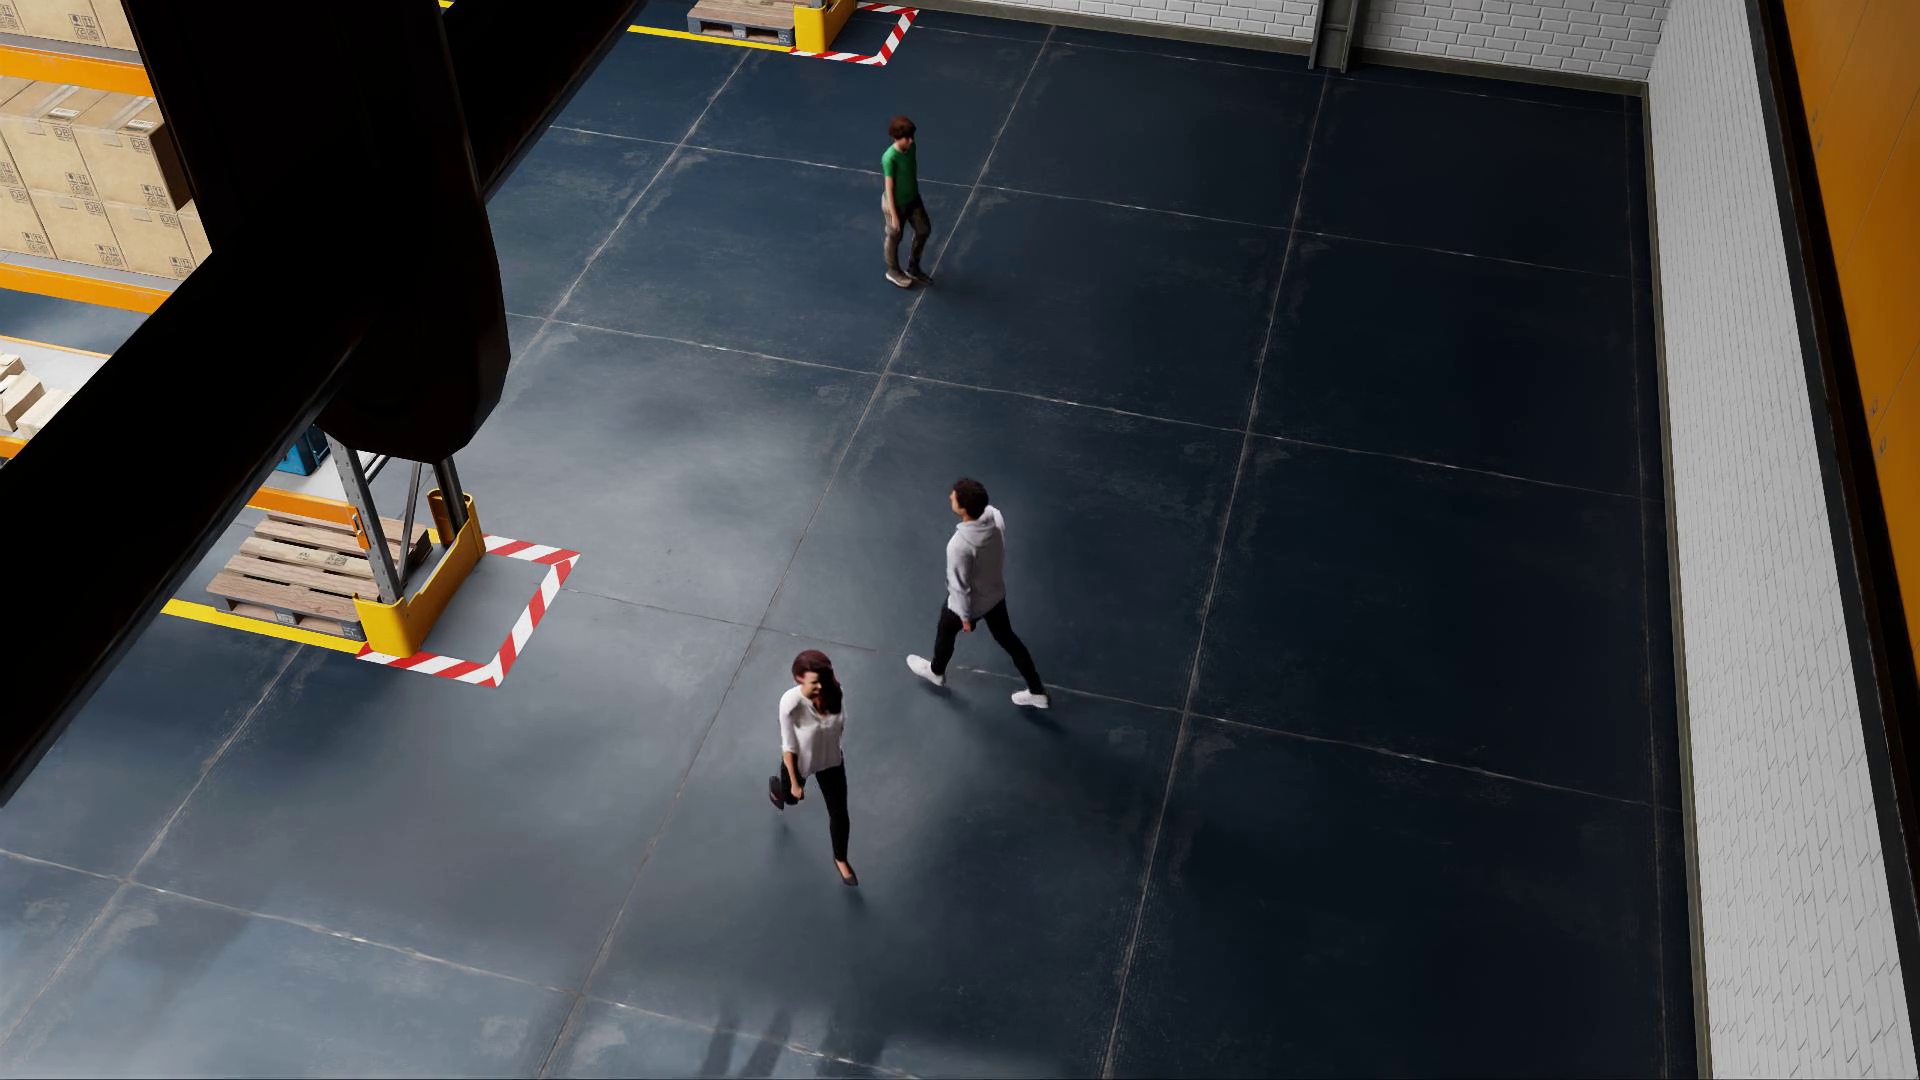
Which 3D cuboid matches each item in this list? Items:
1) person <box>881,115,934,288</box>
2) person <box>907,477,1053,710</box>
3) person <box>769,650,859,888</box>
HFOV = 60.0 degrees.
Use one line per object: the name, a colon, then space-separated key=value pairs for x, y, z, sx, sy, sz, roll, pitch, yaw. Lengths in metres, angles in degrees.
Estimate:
person: x=-0.567 y=-2.898 z=14.129 sx=0.789 sy=1.639 sz=0.741 roll=28 pitch=50 yaw=27
person: x=0.211 y=0.386 z=10.506 sx=1.362 sy=1.881 sz=0.989 roll=26 pitch=49 yaw=24
person: x=-0.918 y=1.251 z=9.683 sx=1.068 sy=1.764 sz=1.157 roll=-24 pitch=49 yaw=-23
